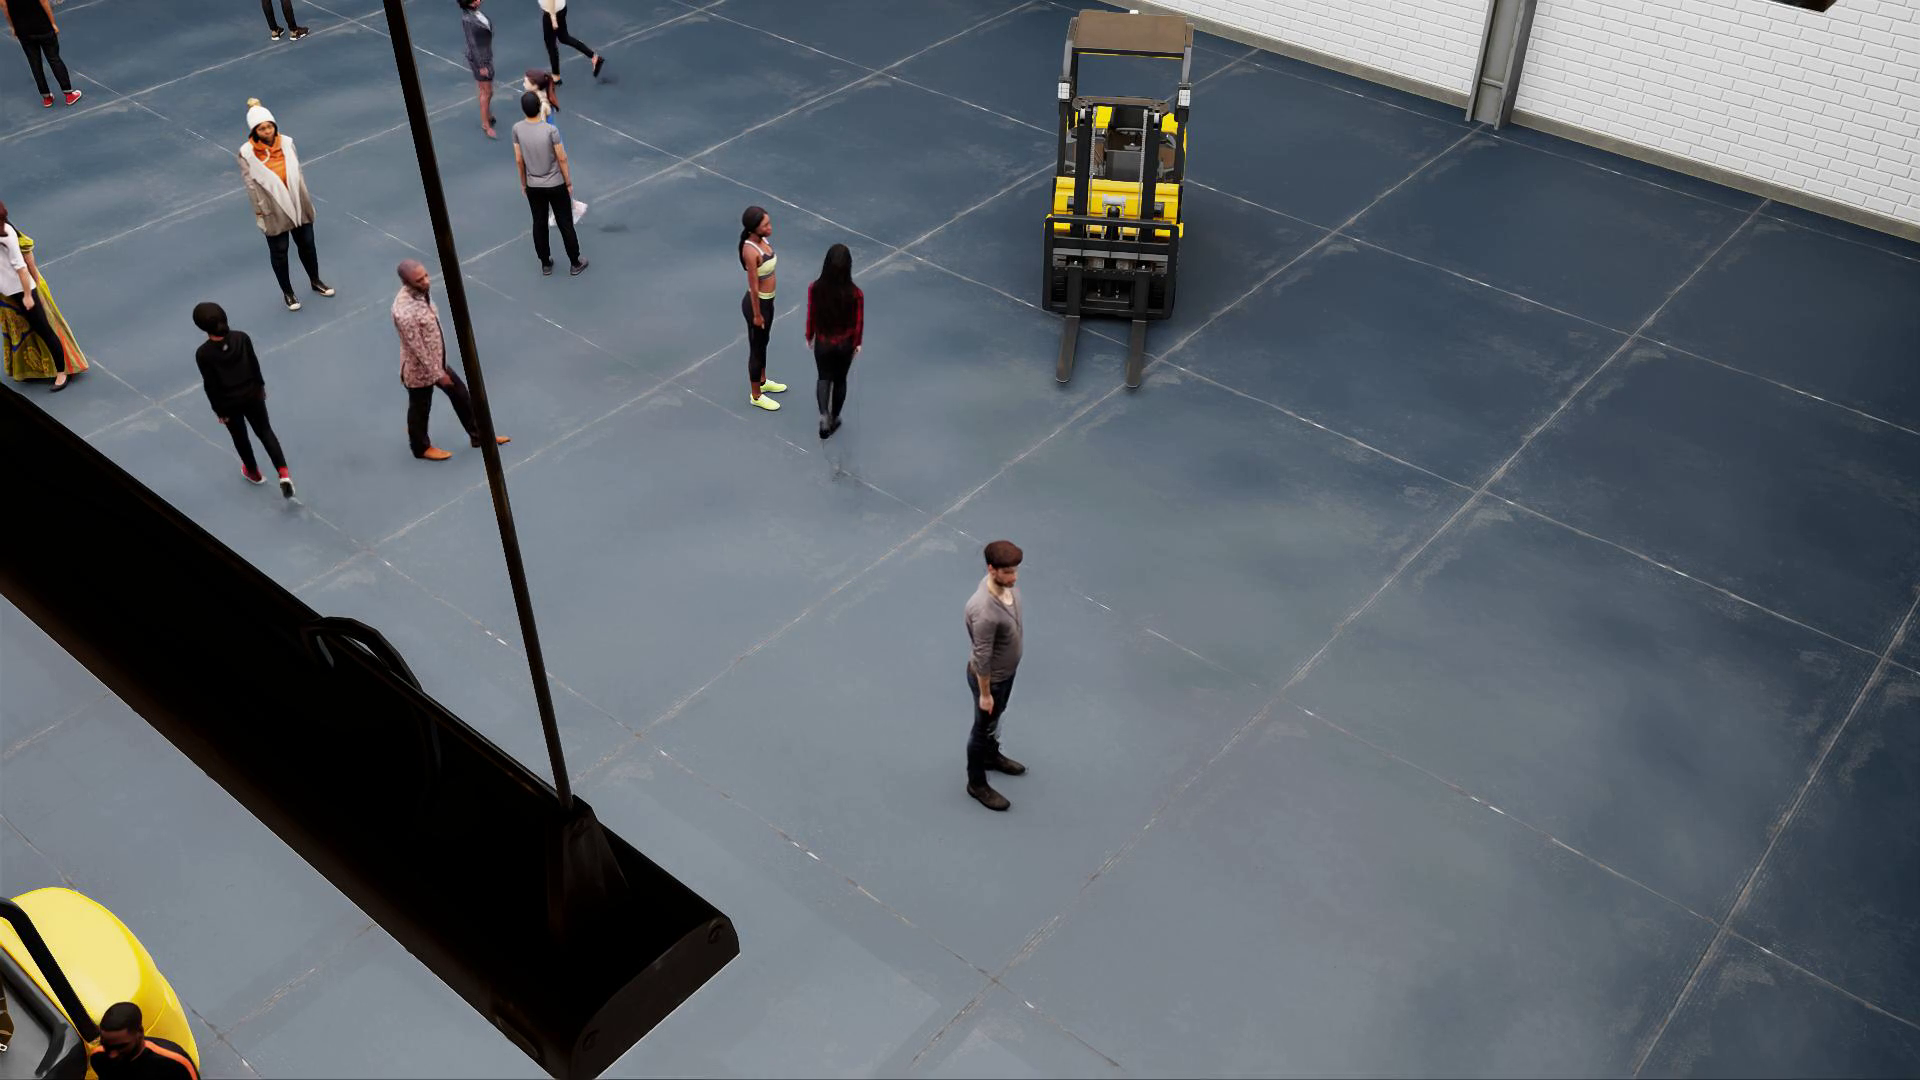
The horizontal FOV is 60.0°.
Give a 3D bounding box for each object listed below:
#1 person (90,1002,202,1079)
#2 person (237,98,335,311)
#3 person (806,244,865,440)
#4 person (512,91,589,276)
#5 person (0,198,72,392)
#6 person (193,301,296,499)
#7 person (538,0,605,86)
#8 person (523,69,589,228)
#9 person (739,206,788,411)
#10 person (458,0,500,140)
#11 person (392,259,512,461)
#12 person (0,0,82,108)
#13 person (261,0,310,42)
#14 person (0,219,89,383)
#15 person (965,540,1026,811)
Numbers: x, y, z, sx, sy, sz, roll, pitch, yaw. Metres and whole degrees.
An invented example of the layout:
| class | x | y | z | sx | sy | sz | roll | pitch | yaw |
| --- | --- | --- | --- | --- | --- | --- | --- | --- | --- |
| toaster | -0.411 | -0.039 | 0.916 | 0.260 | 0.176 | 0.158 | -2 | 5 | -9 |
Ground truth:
| class | x | y | z | sx | sy | sz | roll | pitch | yaw |
| --- | --- | --- | --- | --- | --- | --- | --- | --- | --- |
| person | -3.604 | 2.696 | 7.619 | 0.657 | 1.810 | 0.759 | 4 | 39 | 5 |
| person | -5.981 | -2.972 | 14.651 | 0.660 | 1.890 | 0.685 | 31 | 48 | 33 |
| person | -0.979 | -1.476 | 12.982 | 0.881 | 1.635 | 0.917 | 0 | 39 | 0 |
| person | -3.756 | -3.228 | 15.080 | 0.681 | 1.754 | 0.776 | 3 | 39 | 4 |
| person | -7.666 | -2.045 | 13.567 | 0.479 | 1.795 | 0.681 | 24 | 44 | 27 |
| person | -5.329 | -1.022 | 12.401 | 0.693 | 1.651 | 1.038 | -30 | 47 | -32 |
| person | -4.400 | -5.861 | 18.417 | 1.056 | 1.705 | 0.934 | 1 | 39 | 1 |
| person | -3.837 | -3.685 | 15.778 | 0.834 | 1.599 | 0.772 | -2 | 39 | -3 |
| person | -1.623 | -1.890 | 13.405 | 0.653 | 1.753 | 0.637 | 6 | 39 | 7 |
| person | -5.034 | -5.056 | 17.422 | 0.860 | 1.688 | 0.791 | -10 | 40 | -13 |
| person | -4.178 | -1.346 | 12.705 | 1.119 | 1.777 | 1.004 | 2 | 39 | 3 |
| person | -10.040 | -5.571 | 18.010 | 0.725 | 1.759 | 0.761 | -8 | 39 | -10 |
| person | -8.120 | -6.798 | 19.474 | 0.703 | 1.851 | 0.813 | 4 | 39 | 5 |
| person | -7.746 | -2.046 | 13.677 | 0.962 | 1.658 | 1.059 | 3 | 39 | 4 |
| person | 0.192 | 0.769 | 9.957 | 0.703 | 1.903 | 0.753 | 13 | 40 | 15 |
